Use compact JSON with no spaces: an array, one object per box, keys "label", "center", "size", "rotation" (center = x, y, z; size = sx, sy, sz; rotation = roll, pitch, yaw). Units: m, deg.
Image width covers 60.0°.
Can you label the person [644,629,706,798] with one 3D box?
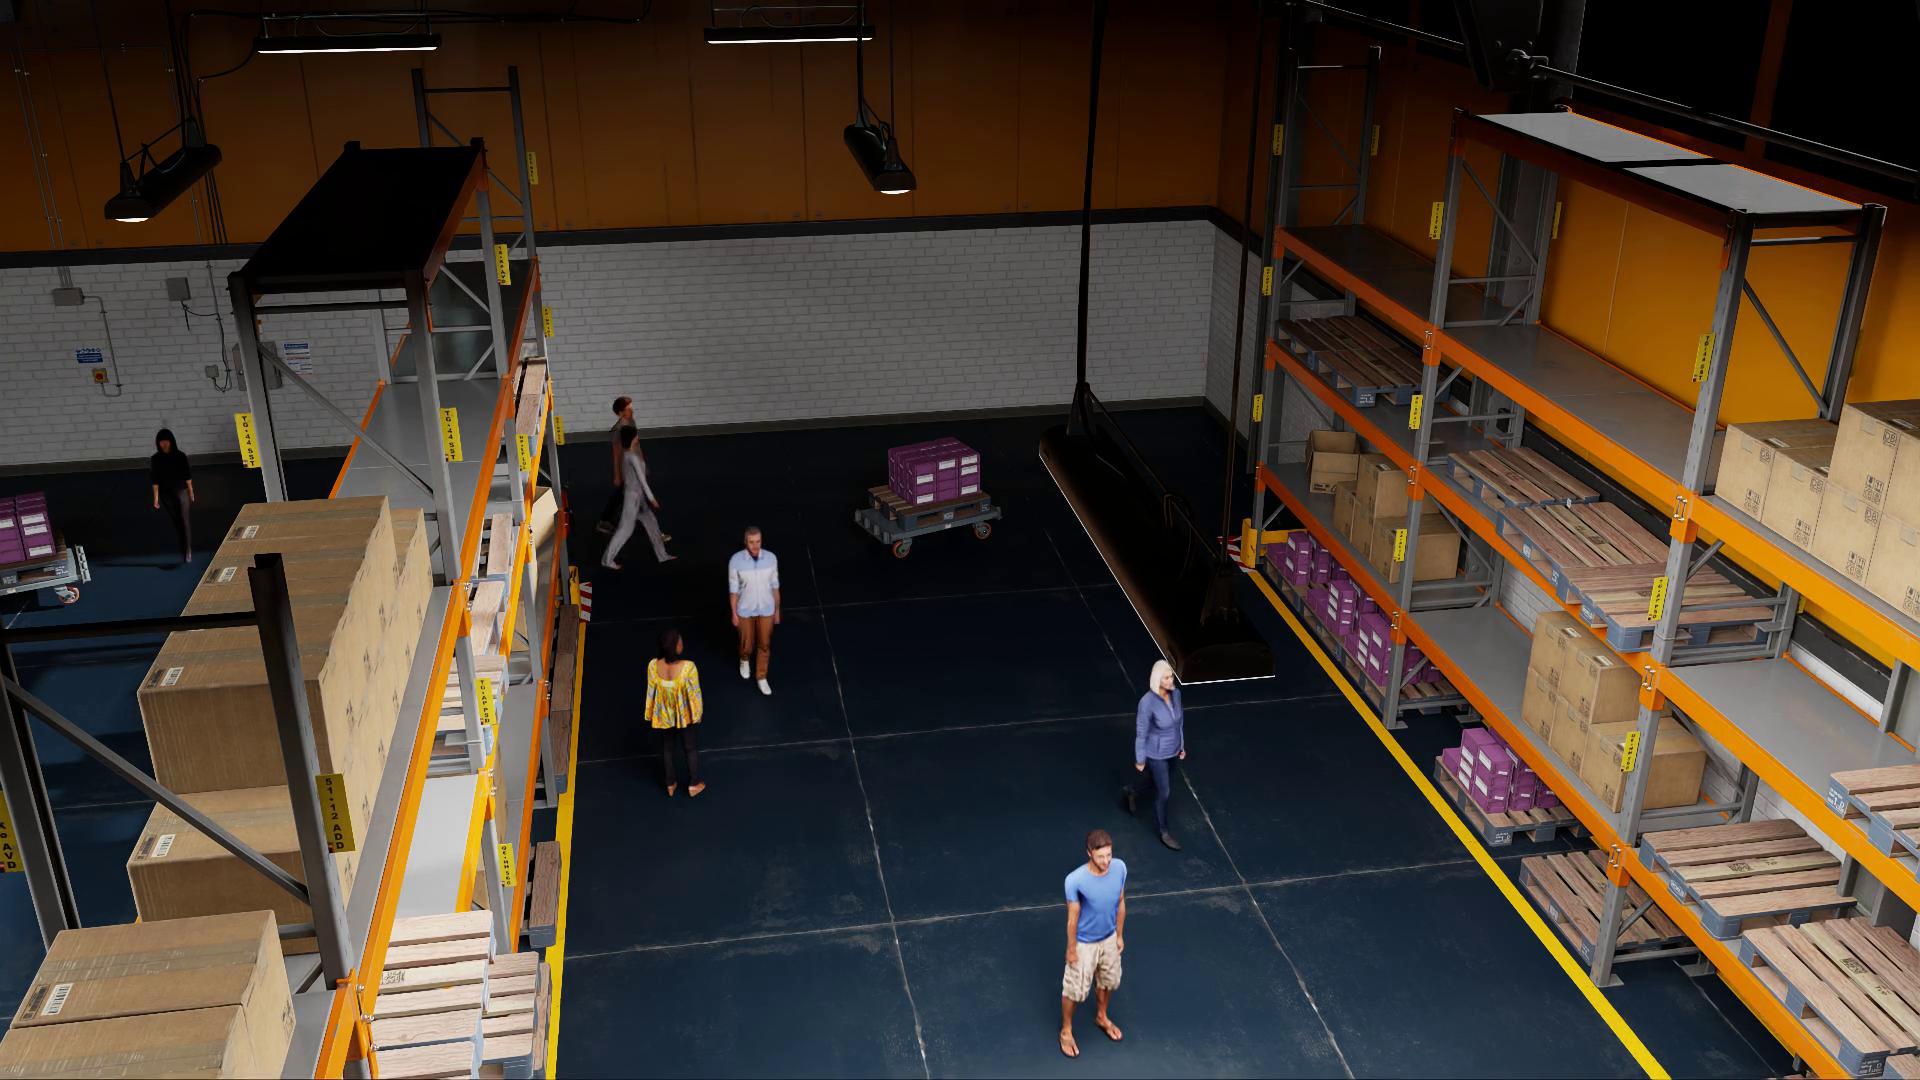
[{"label":"person","center":[-2.565,1.572,15.032],"size":[0.814,1.651,0.855],"rotation":[3,24,8]}]

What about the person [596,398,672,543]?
[{"label":"person","center":[-4.134,-0.845,20.304],"size":[0.970,1.857,1.225],"rotation":[3,24,7]}]

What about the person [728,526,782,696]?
[{"label":"person","center":[-2.106,0.670,16.889],"size":[0.801,1.817,0.883],"rotation":[-10,26,-22]}]

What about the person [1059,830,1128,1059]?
[{"label":"person","center":[0.948,2.832,11.898],"size":[0.737,1.853,0.712],"rotation":[-12,26,-25]}]

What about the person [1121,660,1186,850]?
[{"label":"person","center":[1.688,1.790,14.442],"size":[0.980,1.725,1.138],"rotation":[-20,30,-38]}]

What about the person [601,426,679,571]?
[{"label":"person","center":[-3.927,-0.439,19.553],"size":[0.771,1.715,1.112],"rotation":[-7,25,-16]}]

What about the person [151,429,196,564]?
[{"label":"person","center":[-9.448,-0.575,20.005],"size":[0.678,1.601,1.106],"rotation":[-7,25,-17]}]
